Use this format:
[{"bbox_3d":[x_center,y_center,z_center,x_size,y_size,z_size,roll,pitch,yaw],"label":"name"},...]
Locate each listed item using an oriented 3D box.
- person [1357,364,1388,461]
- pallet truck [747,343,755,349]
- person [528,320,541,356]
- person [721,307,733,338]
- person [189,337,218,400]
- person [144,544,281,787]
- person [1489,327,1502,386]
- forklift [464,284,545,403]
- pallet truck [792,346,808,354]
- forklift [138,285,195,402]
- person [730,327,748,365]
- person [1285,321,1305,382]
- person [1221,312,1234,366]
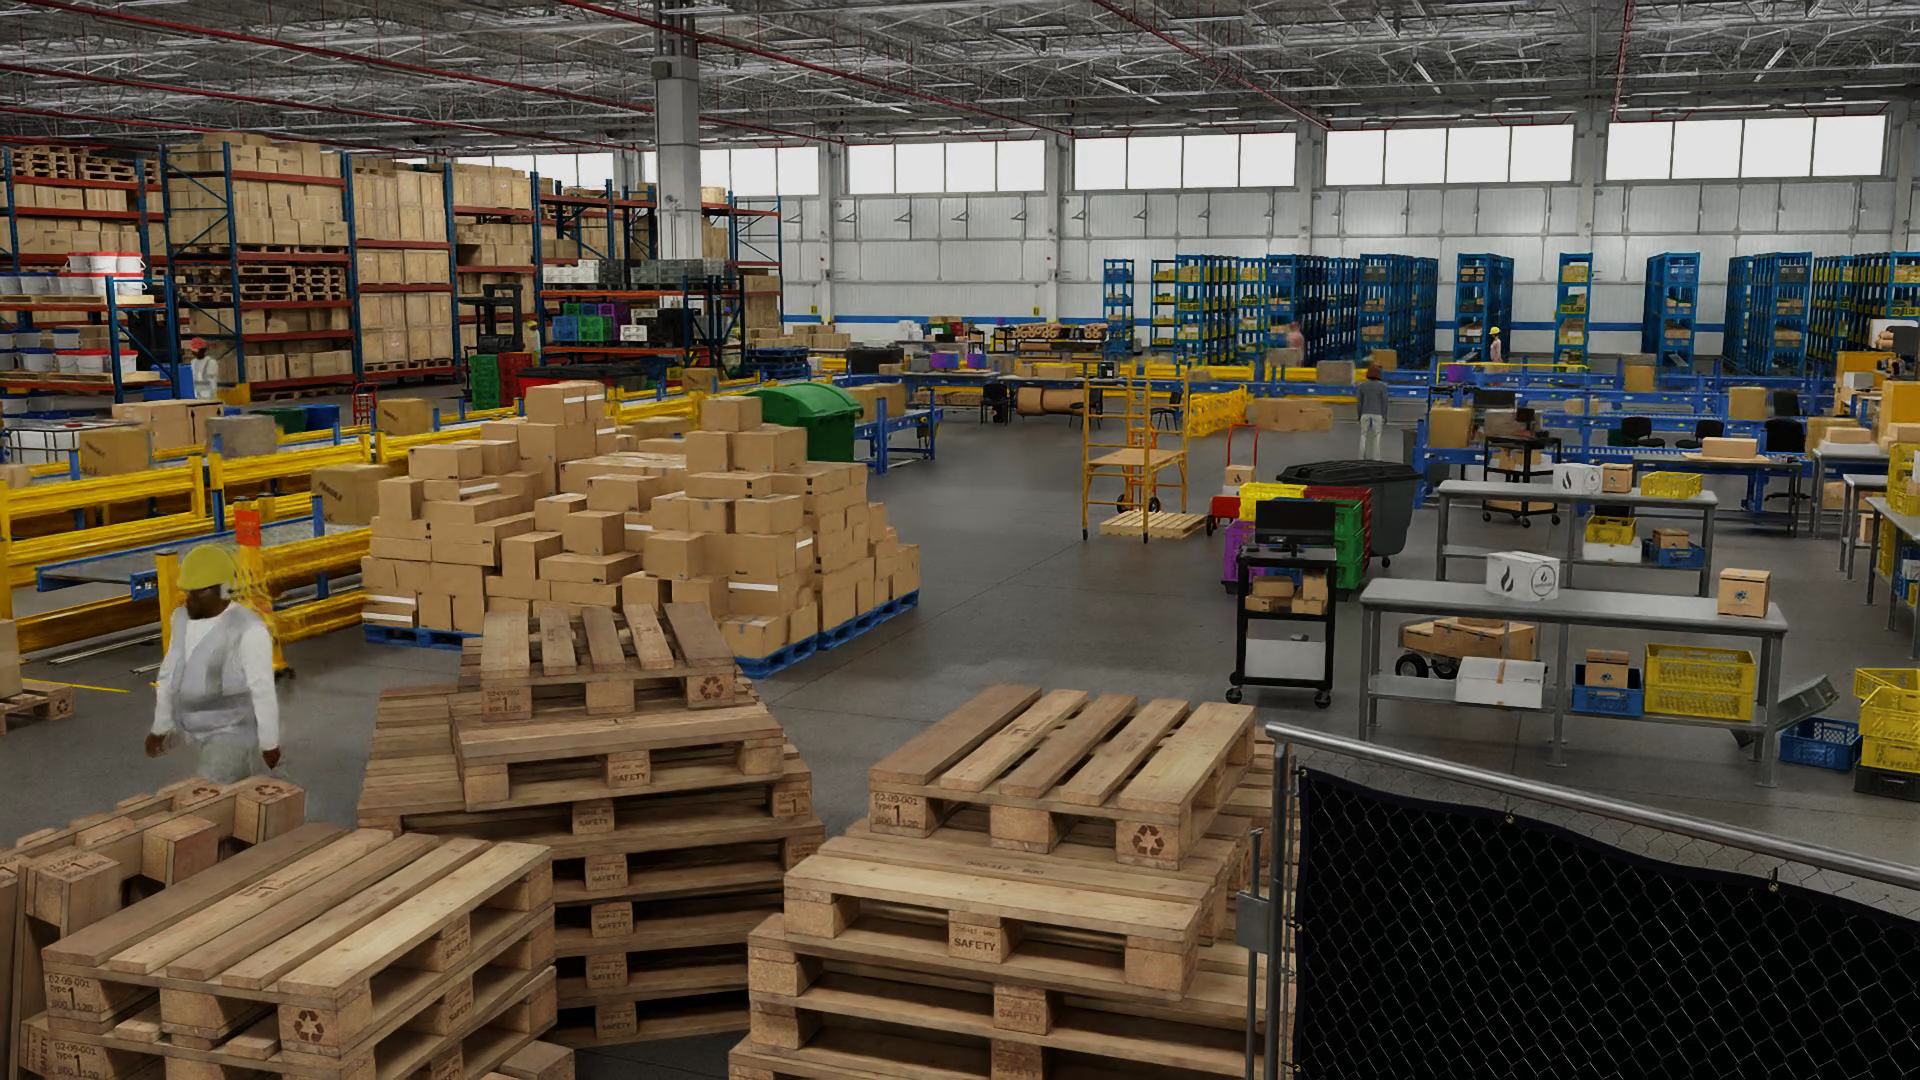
[{"bbox_3d":[6.518,-1.960,26.301,0.501,1.633,0.279,5,10,29],"label":"person"},{"bbox_3d":[-6.183,-4.618,44.264,1.601,1.201,0.680,-9,12,-43],"label":"pallet truck"},{"bbox_3d":[-12.421,-5.583,48.823,0.499,1.720,0.722,-4,10,-25],"label":"person"},{"bbox_3d":[-8.361,-7.299,58.991,0.646,1.908,0.464,-8,12,-39],"label":"person"},{"bbox_3d":[-12.859,-2.486,28.471,0.615,2.008,0.962,5,10,26],"label":"person"},{"bbox_3d":[-3.522,0.879,8.017,0.592,1.788,0.946,6,11,33],"label":"person"},{"bbox_3d":[13.224,-4.383,41.128,0.327,1.760,0.524,1,9,9],"label":"person"},{"bbox_3d":[-10.832,-4.702,39.610,1.129,2.768,1.873,3,10,20],"label":"forklift"},{"bbox_3d":[-3.705,-4.298,42.022,0.653,1.274,1.630,3,10,20],"label":"pallet truck"},{"bbox_3d":[-17.480,-4.200,36.461,1.873,2.768,1.129,3,10,19],"label":"forklift"},{"bbox_3d":[-5.338,-4.267,40.332,0.942,1.777,0.614,6,11,35],"label":"person"},{"bbox_3d":[8.543,-4.619,42.281,0.580,1.873,0.716,-3,10,-20],"label":"person"},{"bbox_3d":[8.467,-6.503,53.683,0.956,1.995,0.631,4,10,21],"label":"person"}]
